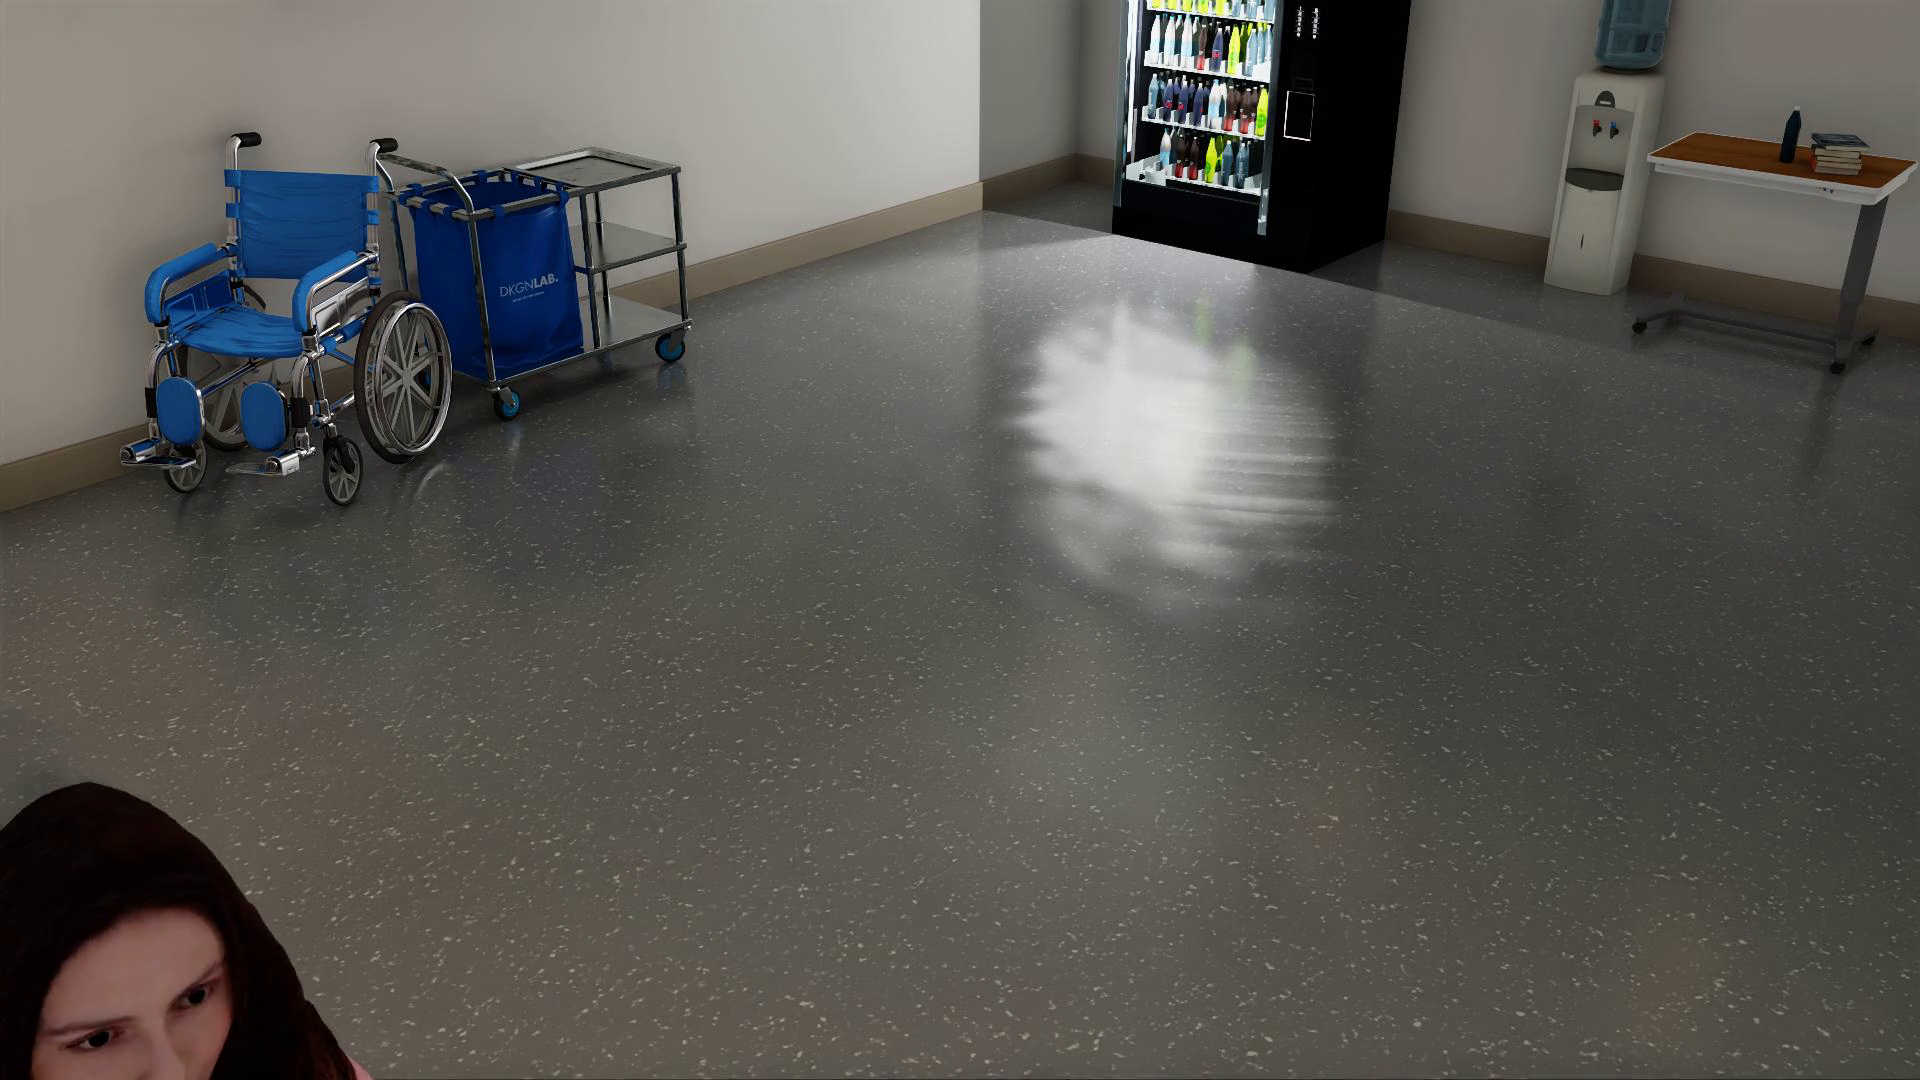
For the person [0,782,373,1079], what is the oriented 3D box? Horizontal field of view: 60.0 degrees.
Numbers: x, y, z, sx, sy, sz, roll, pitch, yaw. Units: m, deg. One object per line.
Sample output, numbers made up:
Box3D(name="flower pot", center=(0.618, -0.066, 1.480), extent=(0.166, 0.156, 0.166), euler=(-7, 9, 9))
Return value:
Box3D(name="person", center=(-0.724, 0.986, 1.587), extent=(0.783, 1.760, 1.184), euler=(-18, 31, -32))
